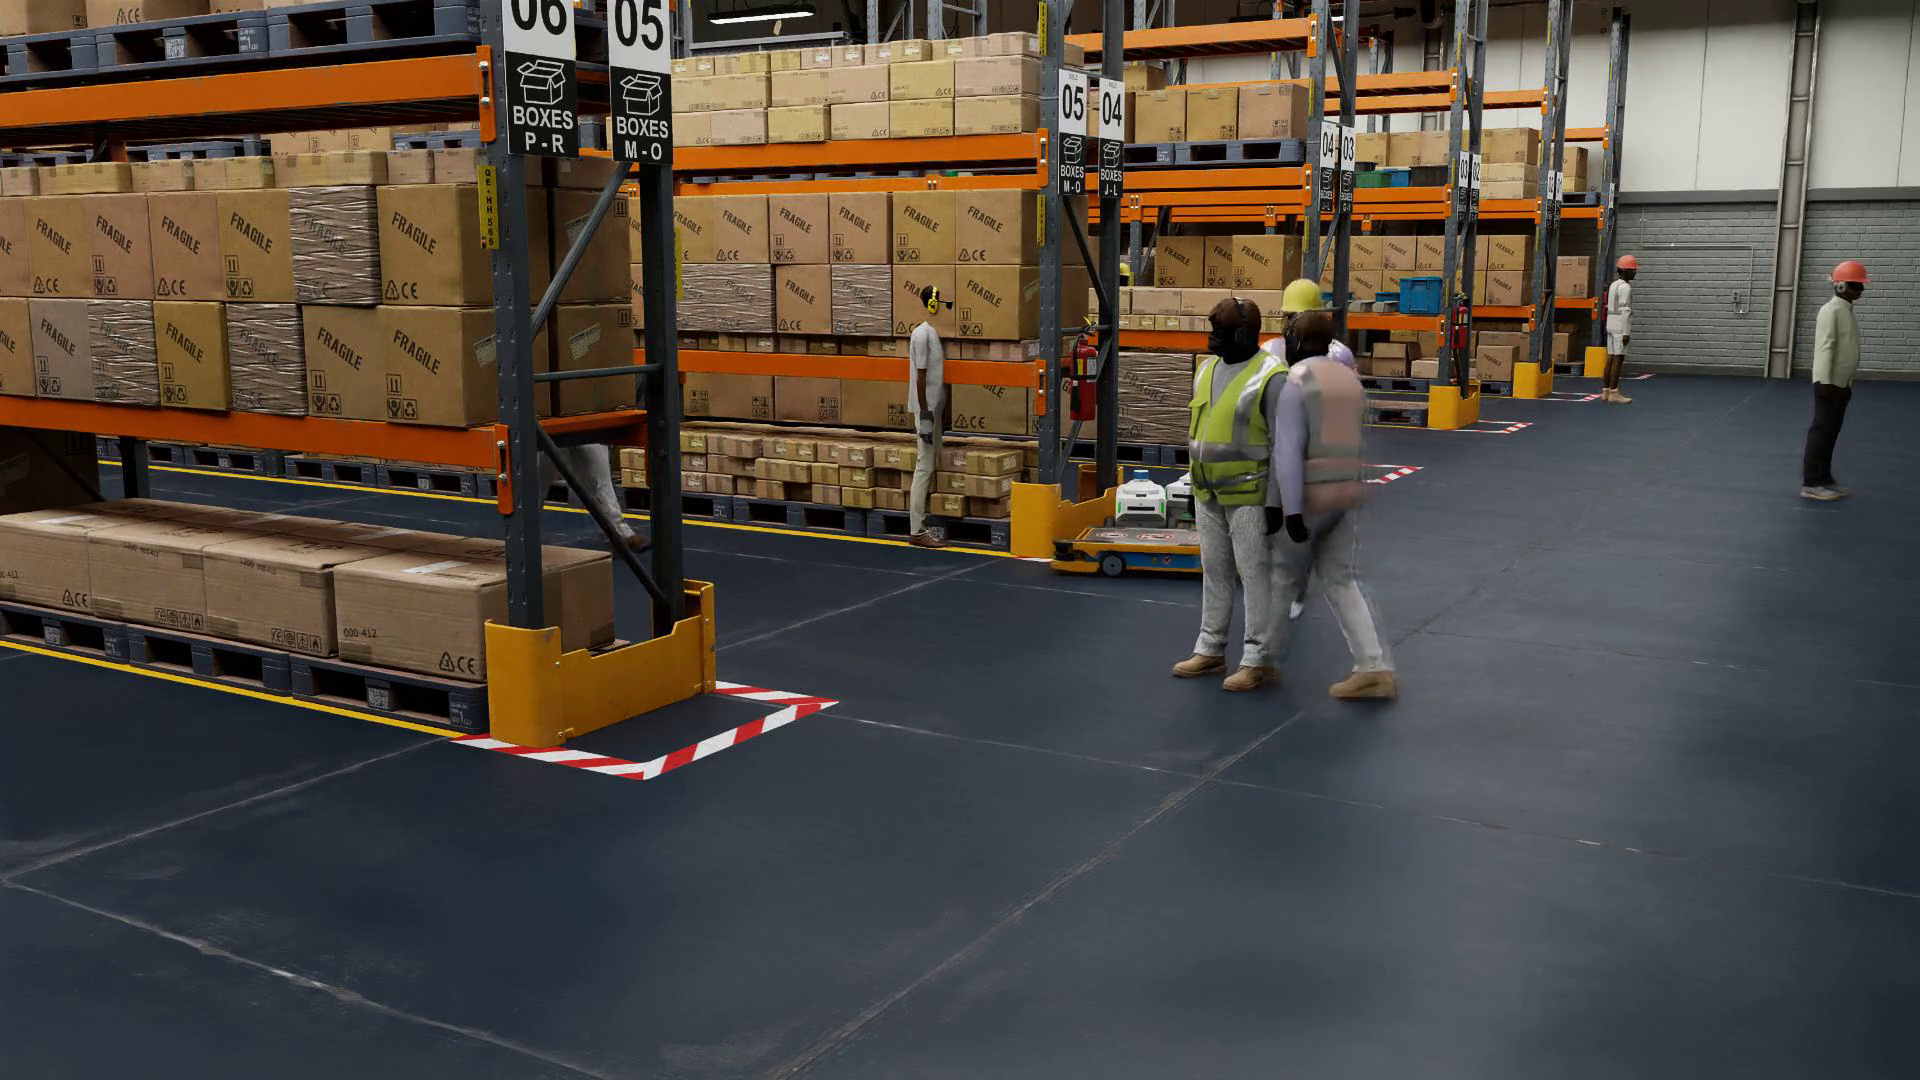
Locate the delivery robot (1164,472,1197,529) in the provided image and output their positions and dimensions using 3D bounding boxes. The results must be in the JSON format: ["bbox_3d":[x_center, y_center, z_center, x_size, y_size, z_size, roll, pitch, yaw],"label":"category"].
[{"bbox_3d":[1.729,-0.328,11.976,0.477,0.478,0.707,5,11,26],"label":"delivery robot"}]

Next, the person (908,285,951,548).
[{"bbox_3d":[-0.189,-0.871,11.625,0.333,1.860,0.510,2,10,12],"label":"person"}]

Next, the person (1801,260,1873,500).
[{"bbox_3d":[7.351,-1.334,13.935,0.402,1.990,0.622,9,13,43],"label":"person"}]

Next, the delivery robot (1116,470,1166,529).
[{"bbox_3d":[1.244,-0.239,11.452,0.477,0.478,0.707,1,10,6],"label":"delivery robot"}]

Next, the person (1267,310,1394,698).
[{"bbox_3d":[1.681,-0.166,7.740,0.646,1.790,0.806,-6,12,-33],"label":"person"}]

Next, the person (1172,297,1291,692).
[{"bbox_3d":[1.290,-0.214,7.833,0.430,1.841,0.624,-6,12,-33],"label":"person"}]

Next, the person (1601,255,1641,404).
[{"bbox_3d":[9.143,-2.902,22.970,0.393,2.041,0.613,1,10,4],"label":"person"}]

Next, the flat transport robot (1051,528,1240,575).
[{"bbox_3d":[1.344,0.073,10.730,1.431,0.197,0.652,2,10,13],"label":"flat transport robot"}]

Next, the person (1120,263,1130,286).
[{"bbox_3d":[2.359,-3.131,24.643,0.386,1.927,0.589,7,12,36],"label":"person"}]

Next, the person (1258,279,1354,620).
[{"bbox_3d":[1.956,-0.532,9.493,0.595,1.911,0.717,5,11,29],"label":"person"}]

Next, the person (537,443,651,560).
[{"bbox_3d":[-2.550,-0.789,11.042,1.023,1.887,0.632,5,11,25],"label":"person"}]
